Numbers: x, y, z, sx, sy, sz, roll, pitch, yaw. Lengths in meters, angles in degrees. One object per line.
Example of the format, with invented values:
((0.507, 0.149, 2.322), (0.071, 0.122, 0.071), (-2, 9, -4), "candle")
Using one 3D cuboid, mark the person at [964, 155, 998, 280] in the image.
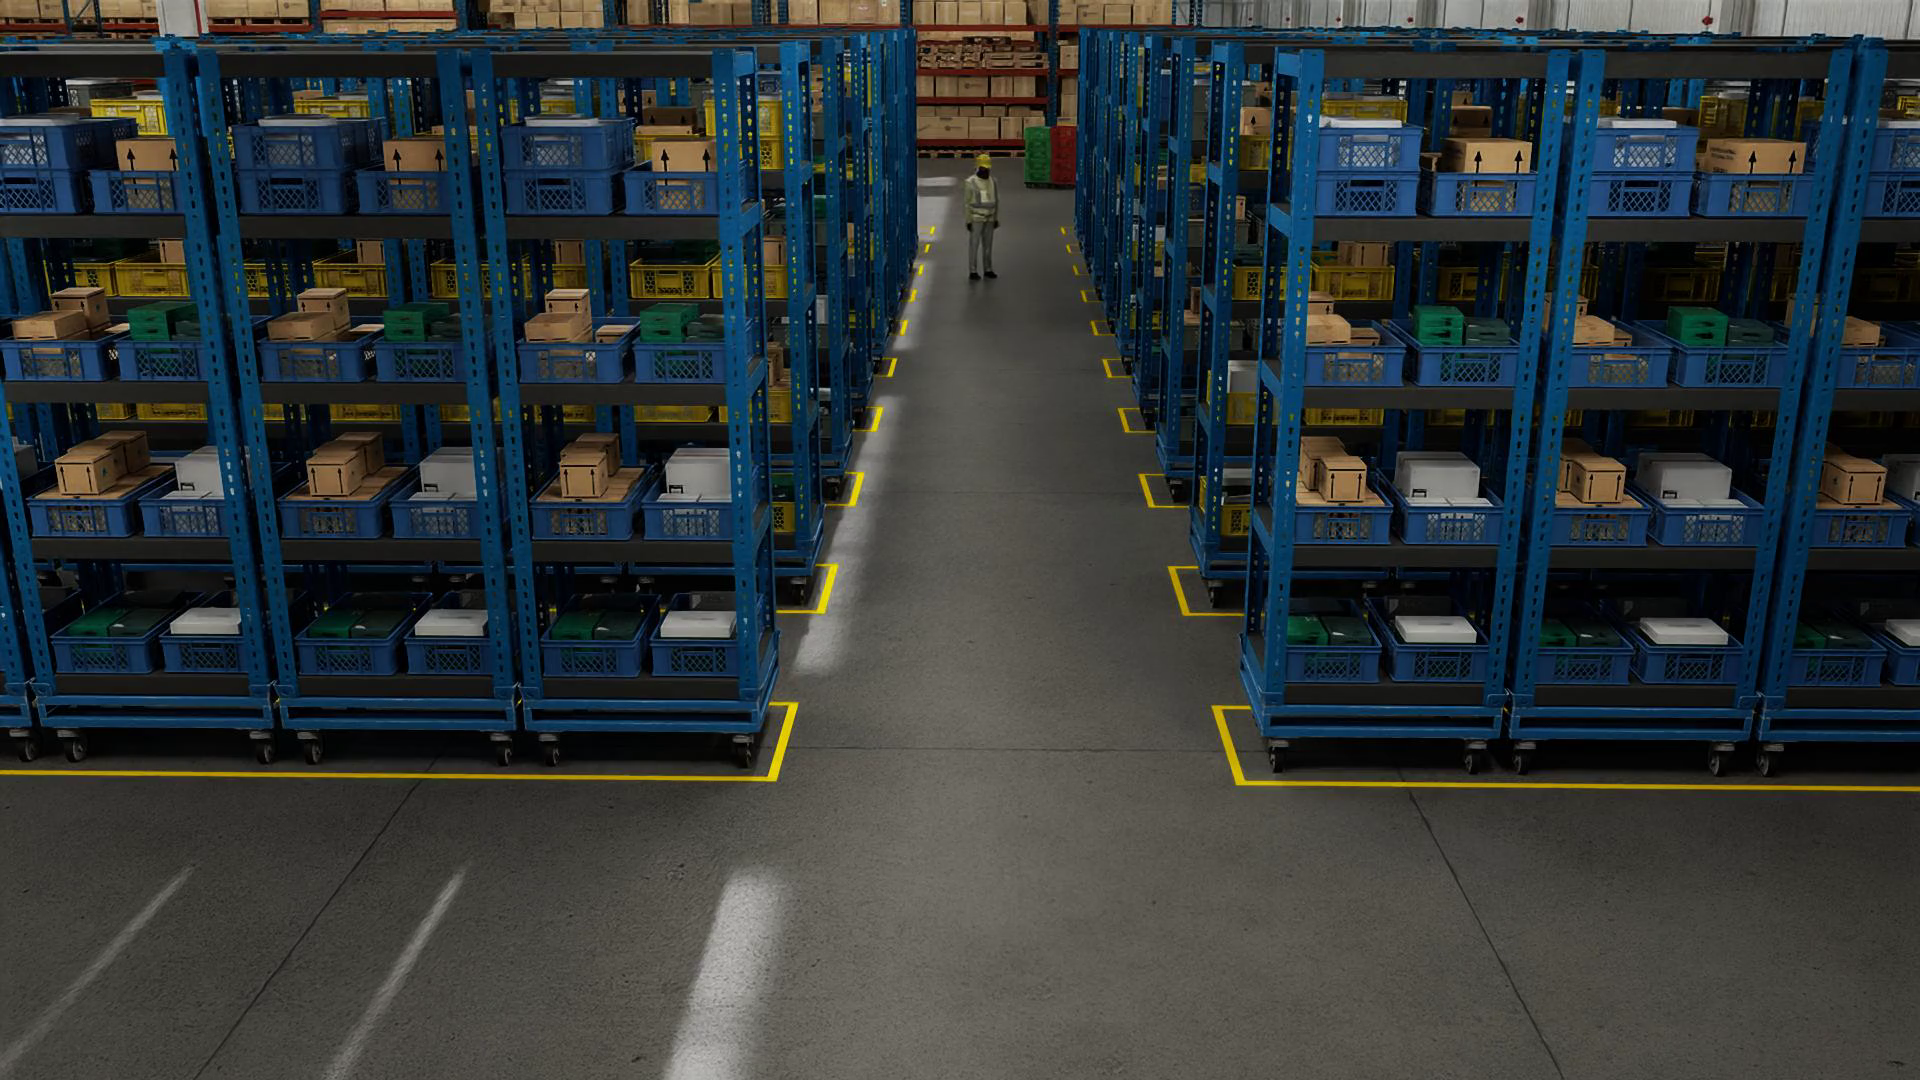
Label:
((0.328, -4.755, 24.538), (0.604, 1.824, 0.403), (-13, 22, -36), "person")
